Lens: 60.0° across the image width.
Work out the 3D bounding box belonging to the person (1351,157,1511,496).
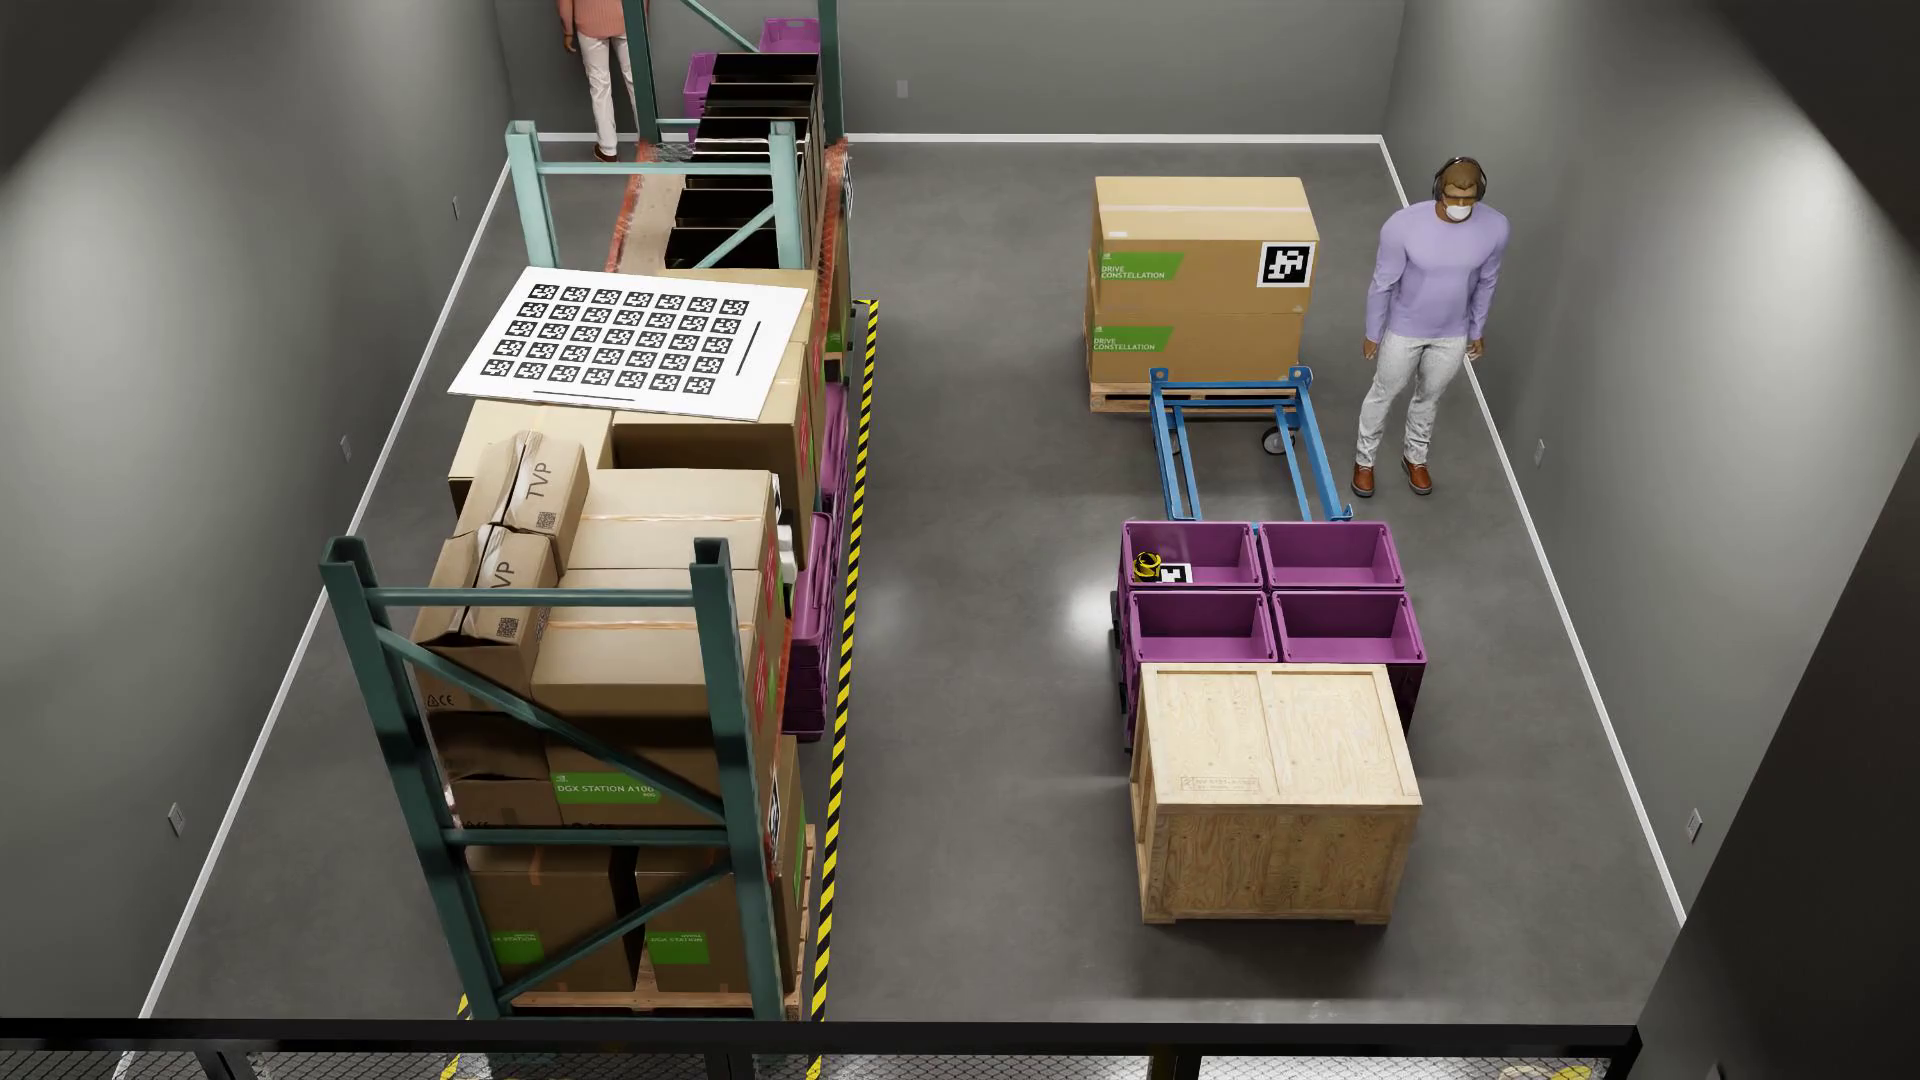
[{"bbox_3d":[2.327,-1.053,8.315,0.635,1.937,0.352,-2,41,-2],"label":"person"}]

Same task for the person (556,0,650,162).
[{"bbox_3d":[-2.342,-3.426,10.978,0.608,1.996,0.380,-15,44,-17],"label":"person"}]

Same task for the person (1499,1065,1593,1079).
[{"bbox_3d":[1.618,2.070,4.832,0.404,1.830,0.600,5,42,6],"label":"person"}]
